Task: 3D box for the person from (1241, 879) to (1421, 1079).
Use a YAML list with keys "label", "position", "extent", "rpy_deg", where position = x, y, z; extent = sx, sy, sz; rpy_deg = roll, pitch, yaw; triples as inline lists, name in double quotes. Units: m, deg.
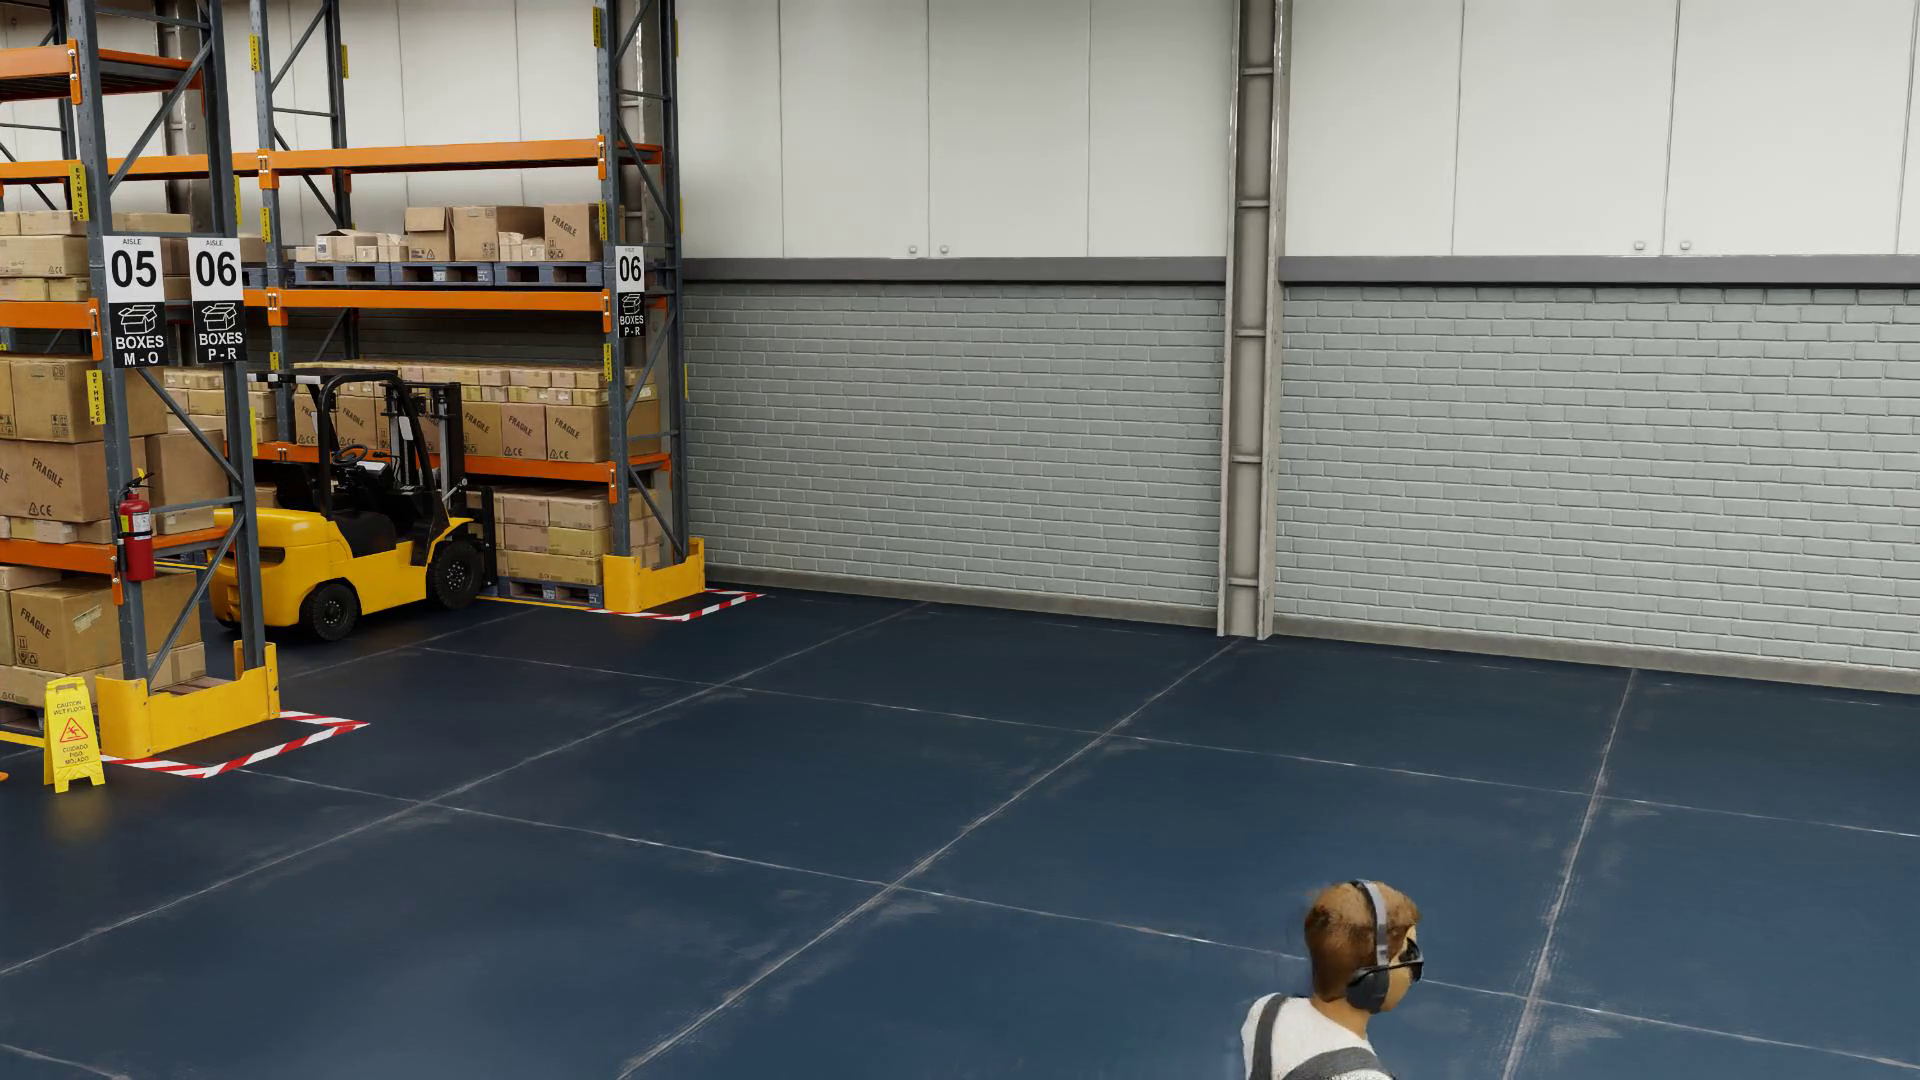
- label: "person"
  position: [0.740, 1.573, 3.412]
  extent: [0.442, 1.830, 0.535]
  rpy_deg: [-3, 10, -20]
